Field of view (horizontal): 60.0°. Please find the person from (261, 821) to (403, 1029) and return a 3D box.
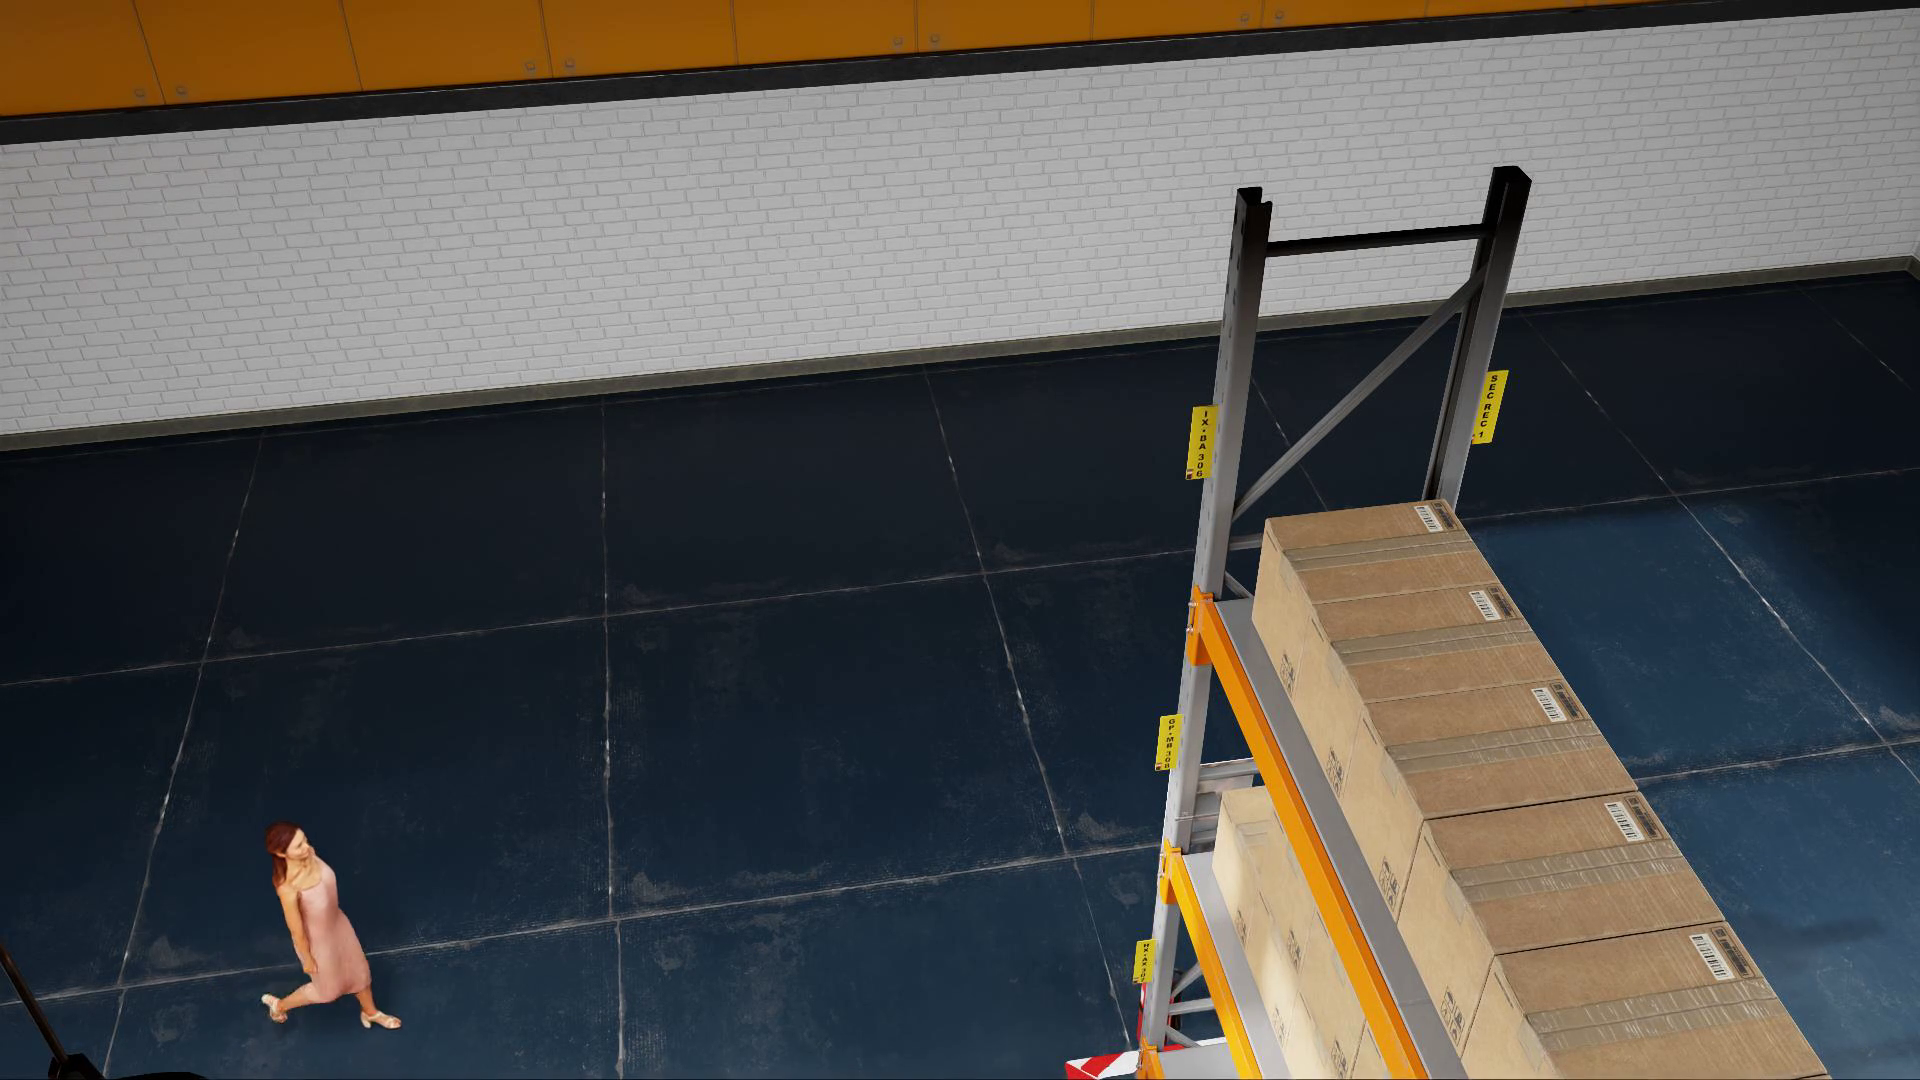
[{"bbox_3d":[-3.711,2.242,9.437,0.774,1.816,0.961,0,39,1],"label":"person"}]
